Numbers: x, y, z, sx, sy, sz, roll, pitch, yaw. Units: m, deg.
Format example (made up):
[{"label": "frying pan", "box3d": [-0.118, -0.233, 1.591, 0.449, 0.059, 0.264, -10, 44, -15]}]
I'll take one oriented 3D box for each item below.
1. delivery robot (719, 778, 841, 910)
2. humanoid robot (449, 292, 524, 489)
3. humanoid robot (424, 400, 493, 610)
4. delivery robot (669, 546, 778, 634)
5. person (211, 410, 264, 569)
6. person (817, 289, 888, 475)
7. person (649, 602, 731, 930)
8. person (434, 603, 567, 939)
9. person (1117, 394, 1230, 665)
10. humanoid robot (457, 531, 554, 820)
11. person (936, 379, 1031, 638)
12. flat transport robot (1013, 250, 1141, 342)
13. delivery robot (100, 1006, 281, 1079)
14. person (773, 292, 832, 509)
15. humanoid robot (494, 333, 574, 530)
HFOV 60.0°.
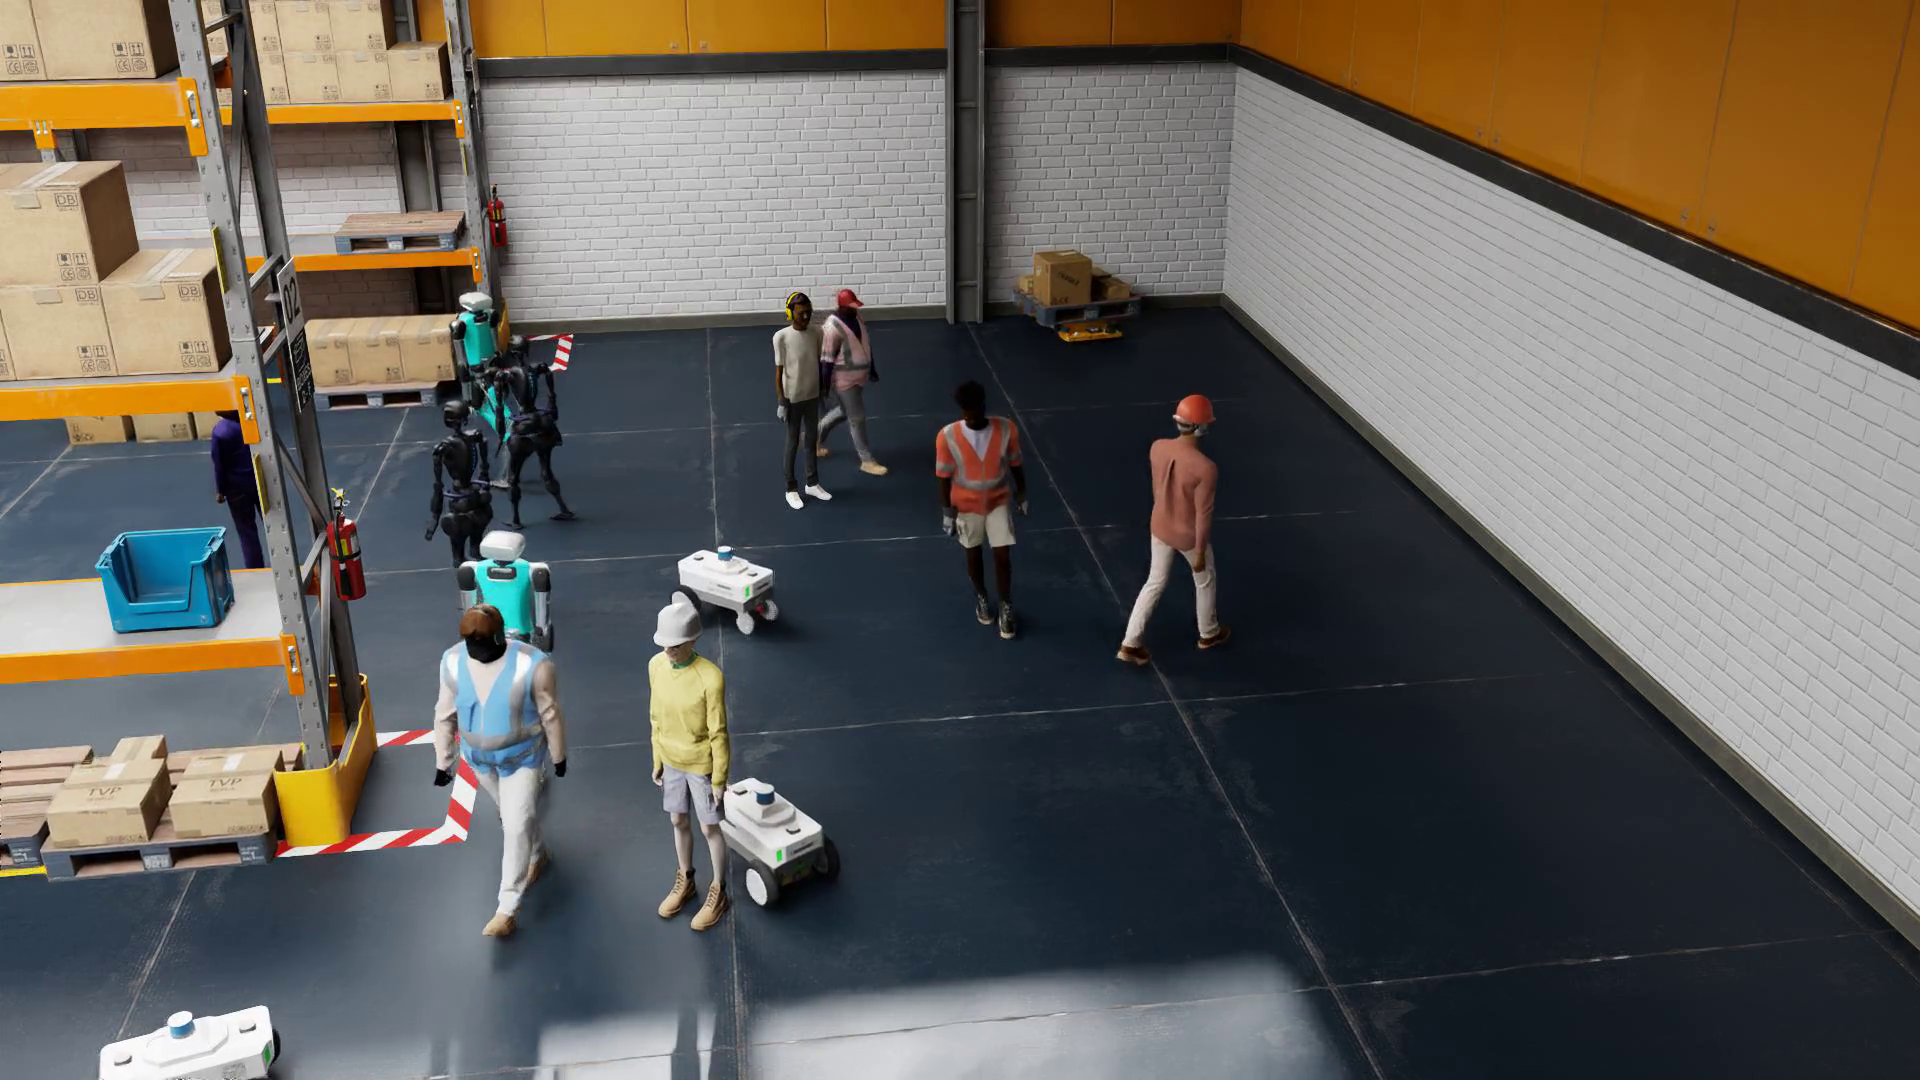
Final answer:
[{"label": "delivery robot", "box3d": [-1.064, 1.646, 9.280, 0.499, 0.585, 0.765, -19, 30, -37]}, {"label": "humanoid robot", "box3d": [-3.961, -1.243, 14.373, 0.666, 1.780, 0.540, 11, 26, 23]}, {"label": "humanoid robot", "box3d": [-3.603, -0.223, 12.161, 0.449, 1.648, 0.601, 12, 26, 25]}, {"label": "delivery robot", "box3d": [-1.727, 0.325, 12.270, 0.749, 0.569, 0.499, 15, 28, 30]}, {"label": "person", "box3d": [-5.453, -0.428, 12.701, 0.384, 1.614, 0.468, 15, 28, 30]}, {"label": "person", "box3d": [-1.056, -1.453, 14.908, 0.849, 1.716, 0.629, 11, 26, 24]}, {"label": "person", "box3d": [-1.408, 1.168, 8.739, 0.483, 1.888, 0.403, 12, 27, 26]}, {"label": "person", "box3d": [-2.469, 1.190, 8.779, 0.657, 1.794, 0.935, 6, 24, 14]}, {"label": "person", "box3d": [1.509, -0.069, 11.461, 0.977, 1.948, 0.608, -21, 31, -39]}, {"label": "humanoid robot", "box3d": [-2.618, 0.850, 9.621, 0.562, 1.763, 0.877, -2, 24, -4]}, {"label": "person", "box3d": [0.182, -0.226, 11.850, 0.691, 1.924, 0.736, -2, 24, -5]}, {"label": "flat transport robot", "box3d": [1.304, -2.590, 19.298, 0.659, 0.231, 1.431, -7, 25, -16]}, {"label": "delivery robot", "box3d": [-3.474, 2.408, 7.553, 0.795, 0.593, 0.499, -10, 26, -22]}, {"label": "person", "box3d": [-1.330, -1.193, 14.137, 0.512, 1.861, 0.328, -19, 30, -37]}, {"label": "humanoid robot", "box3d": [-3.539, -0.895, 13.696, 0.594, 1.636, 0.422, -21, 31, -39]}]
